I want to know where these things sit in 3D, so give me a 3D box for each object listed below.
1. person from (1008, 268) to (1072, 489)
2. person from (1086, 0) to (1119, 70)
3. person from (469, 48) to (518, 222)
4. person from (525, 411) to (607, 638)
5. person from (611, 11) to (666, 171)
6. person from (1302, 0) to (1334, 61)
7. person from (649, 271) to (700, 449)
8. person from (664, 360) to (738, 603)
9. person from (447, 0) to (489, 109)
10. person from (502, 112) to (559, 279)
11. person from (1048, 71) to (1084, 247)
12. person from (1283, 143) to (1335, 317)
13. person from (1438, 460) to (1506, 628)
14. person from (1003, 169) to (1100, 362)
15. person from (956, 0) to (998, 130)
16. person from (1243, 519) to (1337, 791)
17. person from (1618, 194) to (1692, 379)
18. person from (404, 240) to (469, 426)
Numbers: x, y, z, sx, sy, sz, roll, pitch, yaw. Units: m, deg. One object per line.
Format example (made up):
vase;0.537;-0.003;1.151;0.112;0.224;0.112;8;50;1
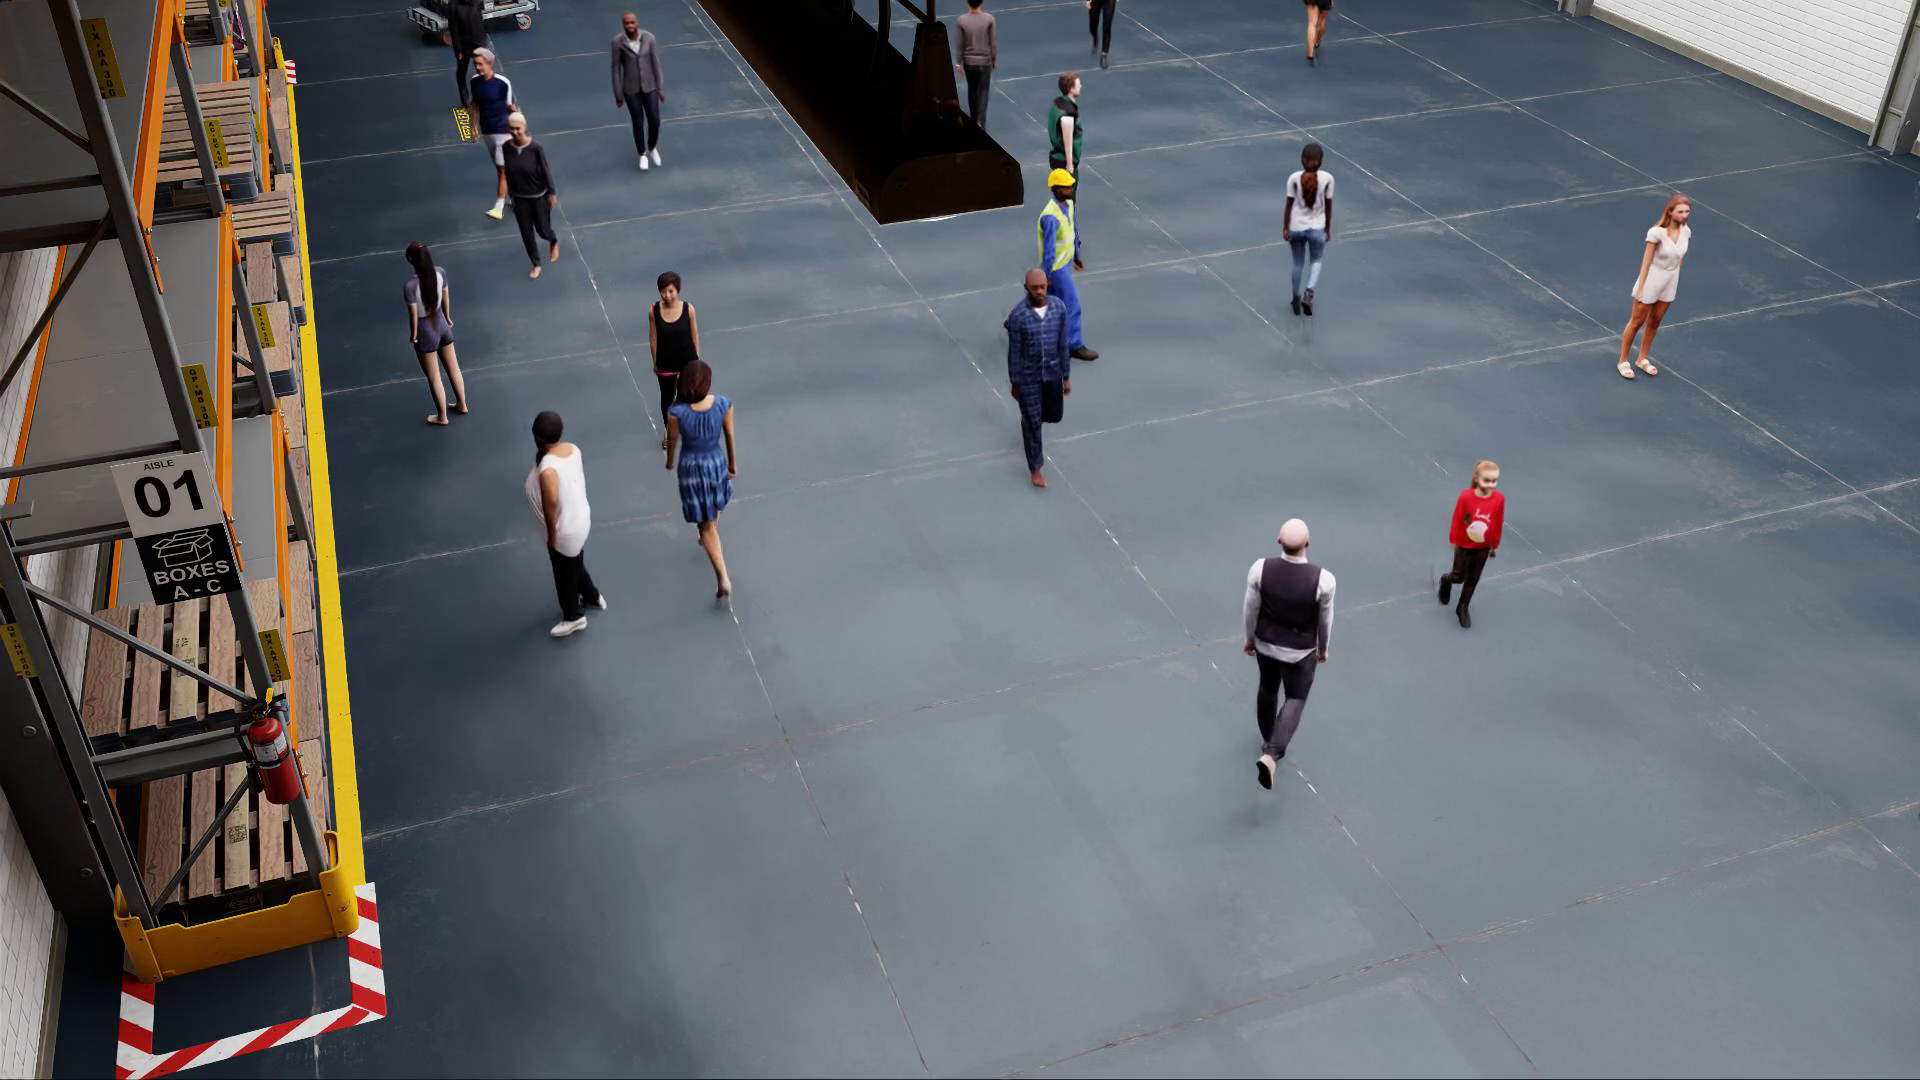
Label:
person;0.603;-1.357;13.286;0.670;1.802;0.970;-12;36;-18
person;1.895;-7.216;22.175;0.899;1.719;1.134;1;34;1
person;-4.918;-4.406;17.880;1.098;1.794;1.192;12;35;17
person;-2.769;-0.081;11.487;0.843;1.667;0.711;-6;34;-9
person;-3.663;-5.153;18.993;0.758;1.805;0.662;-9;35;-13
person;4.812;-7.245;22.303;0.938;1.626;1.209;4;34;6
person;-2.333;-1.497;13.721;0.584;1.552;0.556;-5;34;-7
person;-1.800;-0.384;11.864;0.781;1.754;1.203;-18;38;-25
person;-6.096;-6.132;20.557;0.868;1.704;1.215;-23;40;-31
person;-4.277;-3.485;16.578;0.786;1.702;0.887;3;34;4
person;1.078;-3.919;17.104;0.733;1.841;0.557;-7;34;-10
person;3.274;-2.877;15.651;0.811;1.714;0.905;6;34;9
person;3.610;-0.009;11.736;0.590;1.272;0.696;-1;34;-1
person;0.805;-2.506;15.034;1.181;1.779;1.209;9;35;14
person;0.205;-5.636;19.770;0.921;1.749;1.147;-2;34;-3
person;1.973;0.712;10.172;1.101;1.803;1.167;13;36;19
person;6.181;-2.269;14.753;0.589;1.696;0.584;-7;34;-11
person;-4.438;-1.756;14.023;0.714;1.651;0.674;18;38;25
